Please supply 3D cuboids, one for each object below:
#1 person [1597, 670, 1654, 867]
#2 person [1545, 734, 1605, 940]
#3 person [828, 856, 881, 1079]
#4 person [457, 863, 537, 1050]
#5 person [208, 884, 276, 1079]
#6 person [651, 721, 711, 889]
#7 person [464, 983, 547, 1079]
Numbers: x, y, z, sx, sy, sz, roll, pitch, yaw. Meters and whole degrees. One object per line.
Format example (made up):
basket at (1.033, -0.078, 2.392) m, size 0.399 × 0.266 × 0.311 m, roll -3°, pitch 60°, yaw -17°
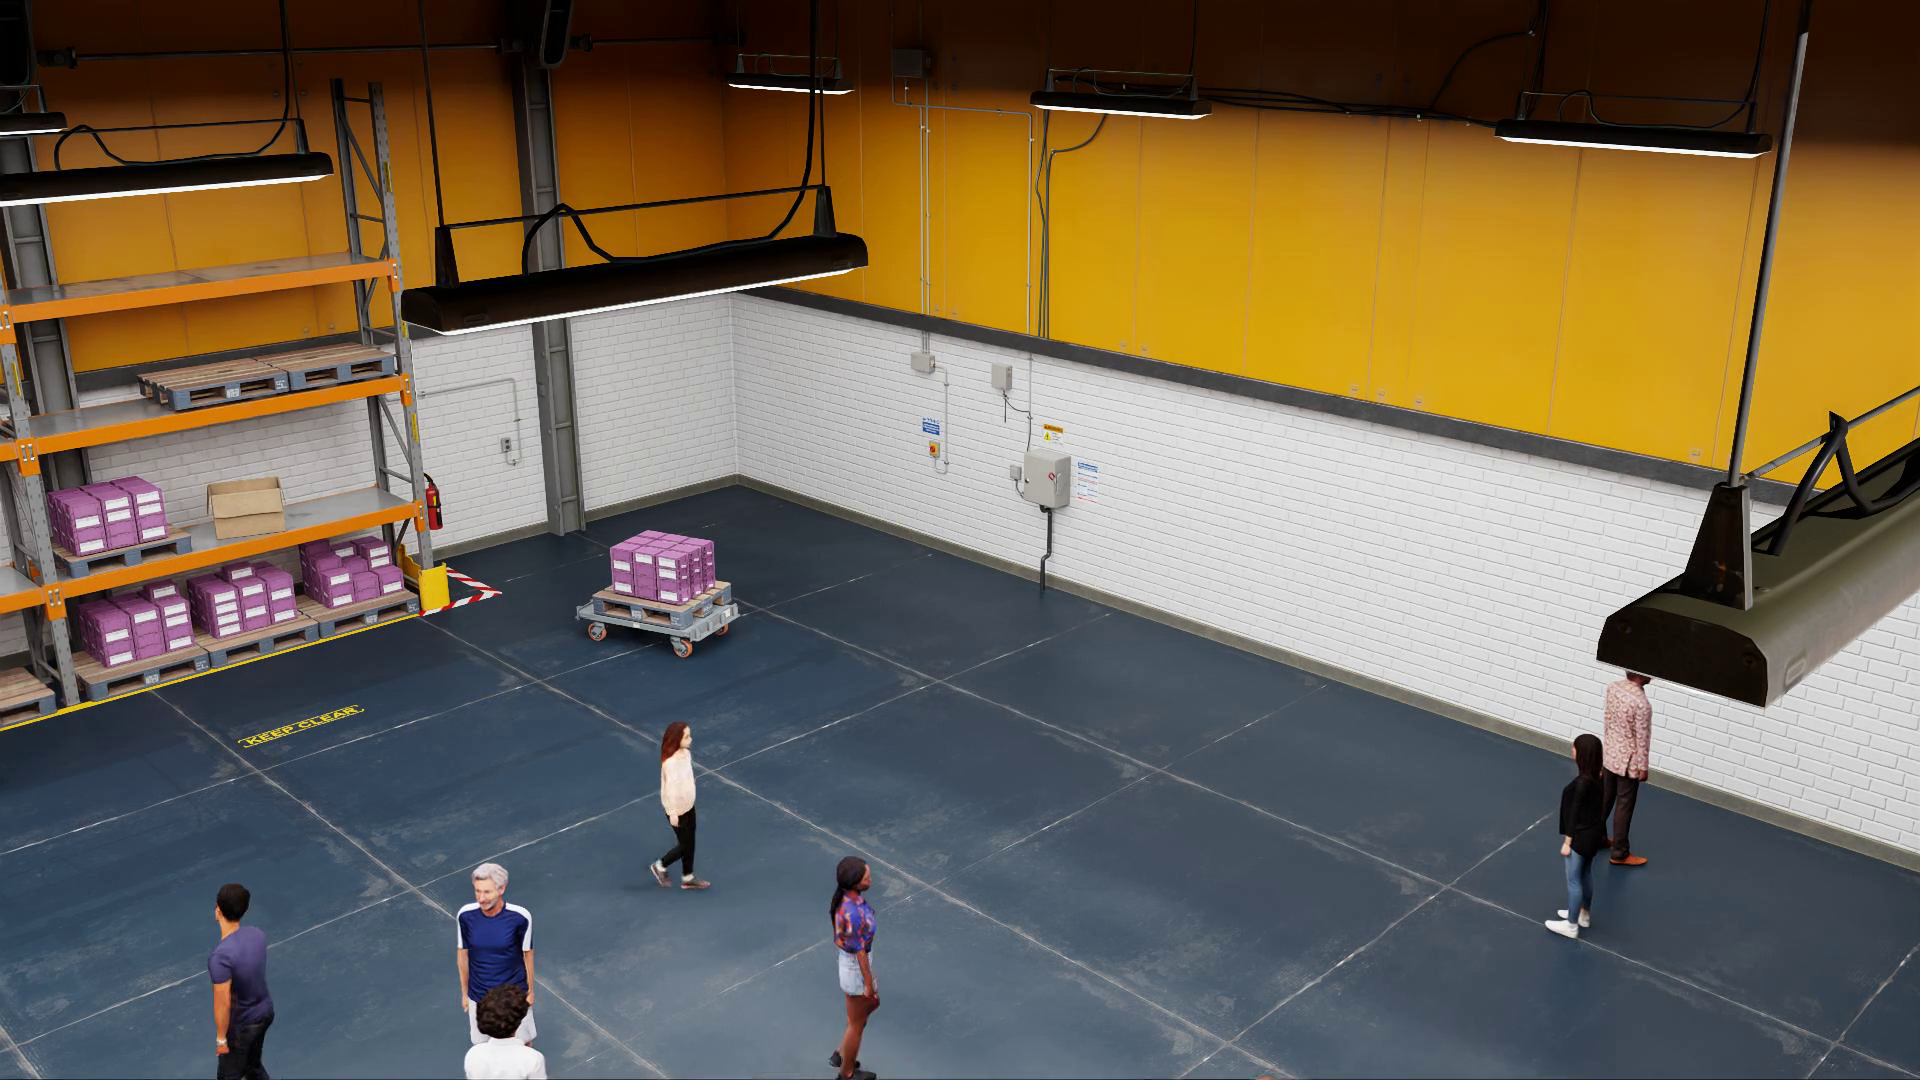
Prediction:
person at (5.518, 1.809, 13.827) m, size 0.779 × 1.808 × 0.777 m, roll -5°, pitch 19°, yaw -13°
person at (4.780, 2.256, 12.754) m, size 0.624 × 1.645 × 0.484 m, roll 14°, pitch 23°, yaw 36°
person at (-0.772, 2.845, 10.871) m, size 0.749 × 1.730 × 0.713 m, roll -5°, pitch 19°, yaw -15°
person at (-2.944, 2.872, 10.620) m, size 0.714 × 1.839 × 0.780 m, roll 0°, pitch 19°, yaw -1°
person at (-4.427, 3.008, 10.345) m, size 0.833 × 1.757 × 0.719 m, roll 0°, pitch 19°, yaw -1°
person at (-2.295, 2.146, 13.348) m, size 0.810 × 1.474 × 0.761 m, roll 4°, pitch 19°, yaw 11°
person at (-2.503, 3.333, 9.308) m, size 0.726 × 1.803 × 0.763 m, roll 3°, pitch 19°, yaw 9°
